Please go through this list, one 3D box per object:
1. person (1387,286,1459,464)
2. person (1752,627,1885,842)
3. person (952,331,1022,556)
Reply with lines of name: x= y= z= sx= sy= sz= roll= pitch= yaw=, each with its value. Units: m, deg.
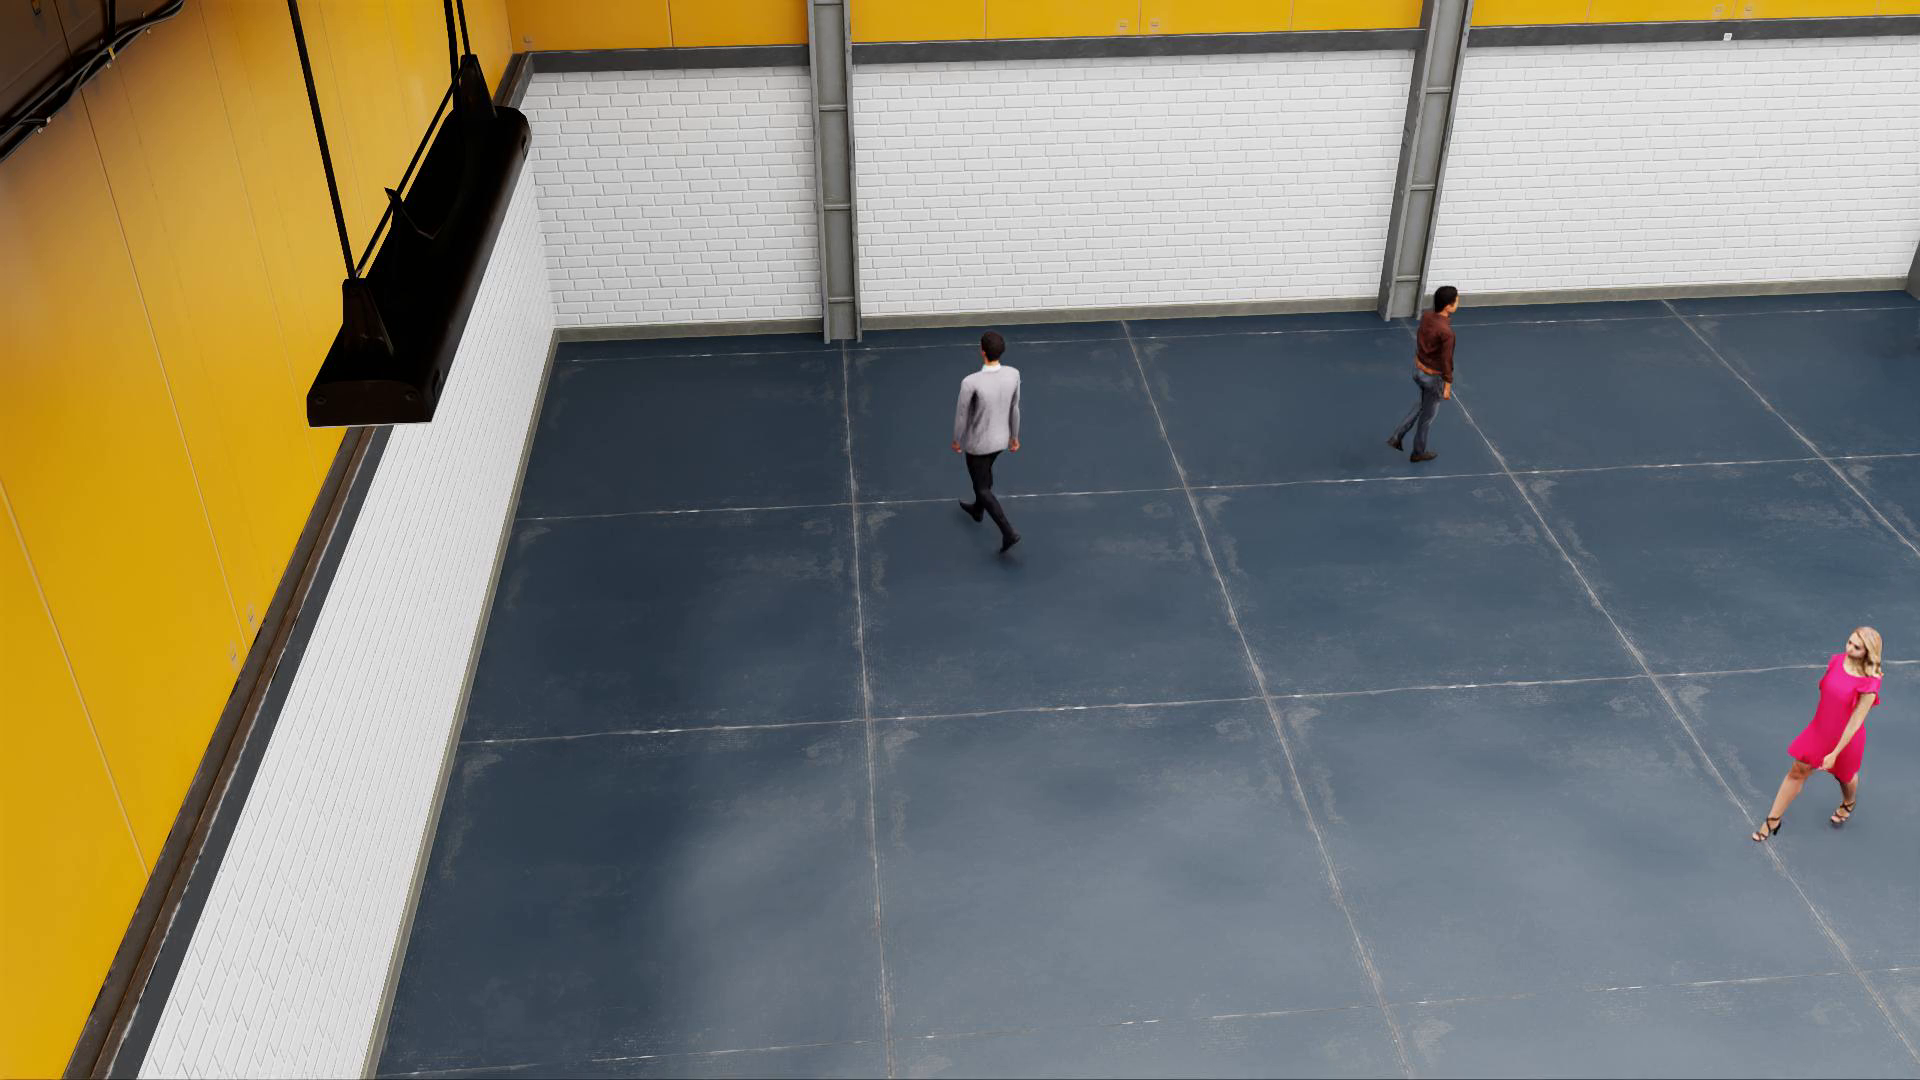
person: x=4.139 y=-1.462 z=14.899 sx=0.794 sy=1.772 sz=0.751 roll=-9 pitch=35 yaw=-14
person: x=5.792 y=1.286 z=10.852 sx=1.111 sy=1.675 sz=0.776 roll=-12 pitch=35 yaw=-17
person: x=0.270 y=-0.797 z=13.770 sx=1.273 sy=1.913 sz=1.206 roll=-23 pitch=40 yaw=-30
